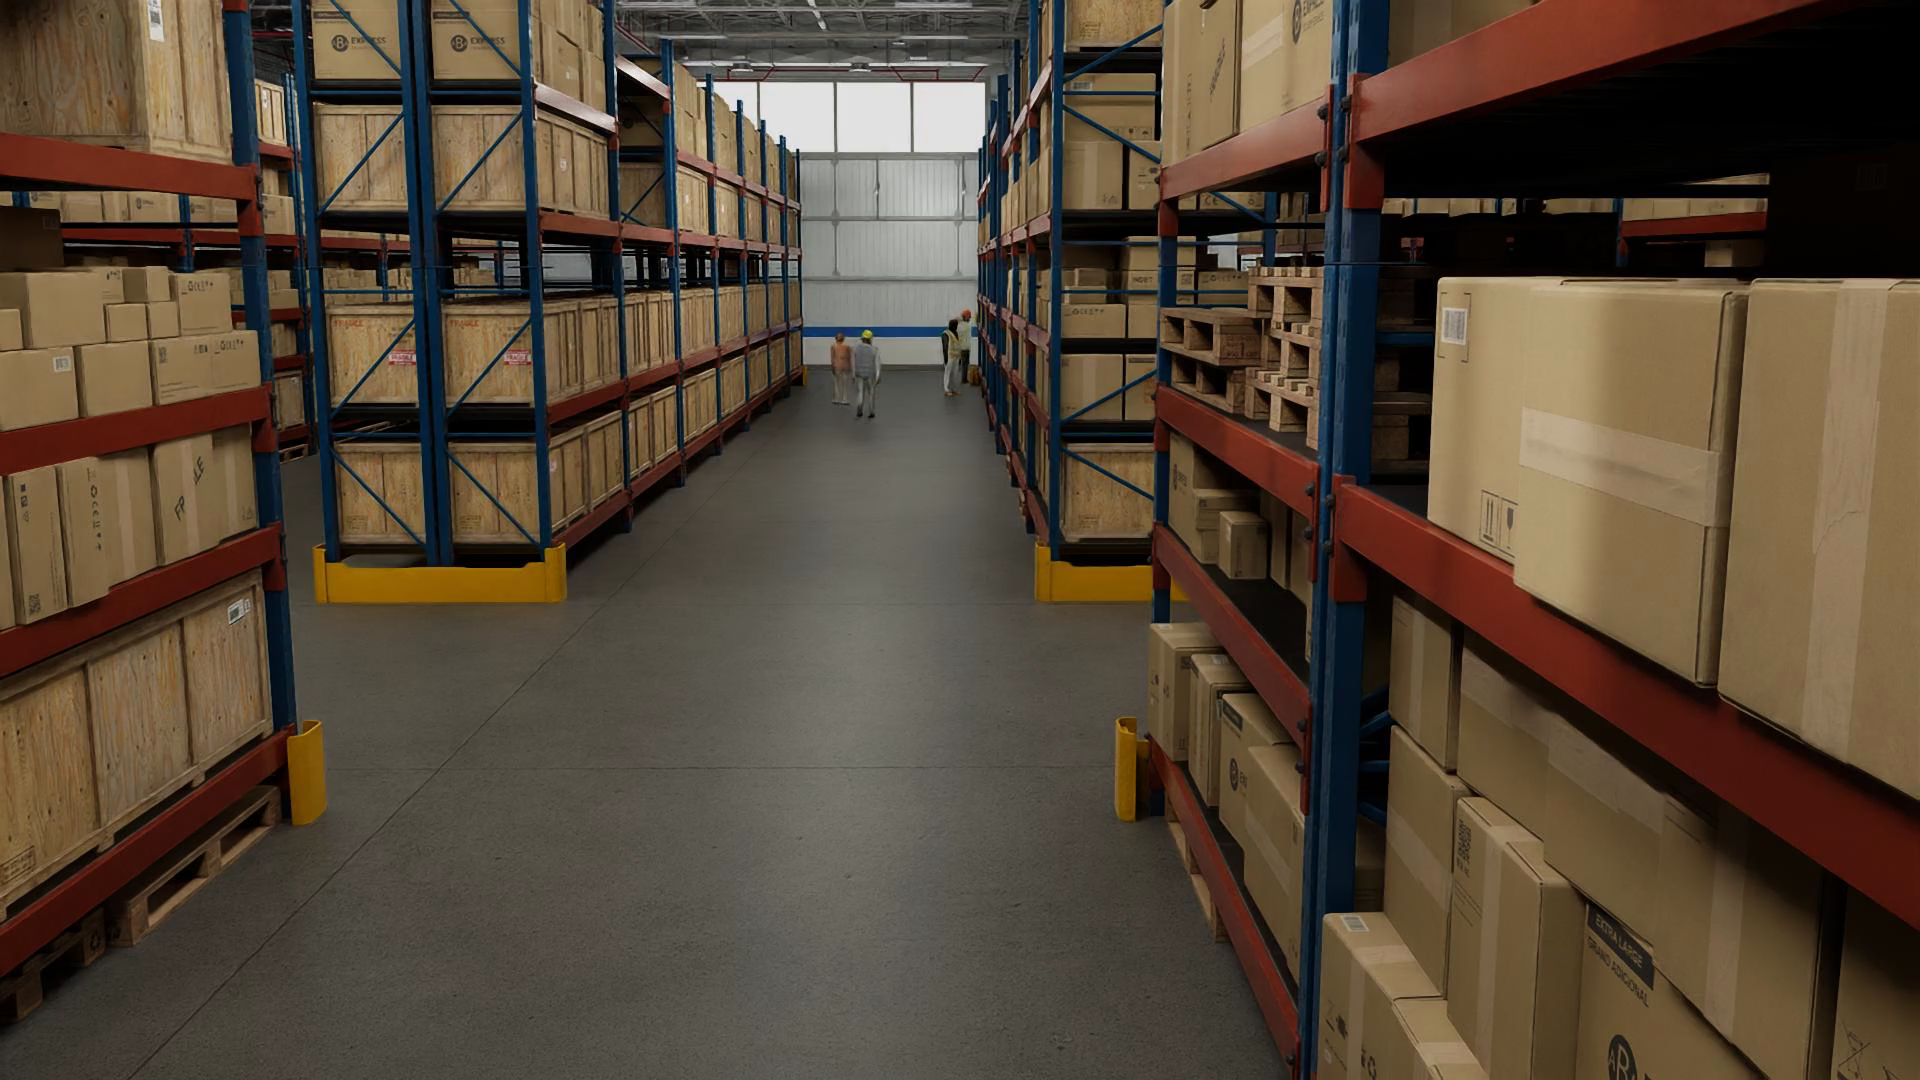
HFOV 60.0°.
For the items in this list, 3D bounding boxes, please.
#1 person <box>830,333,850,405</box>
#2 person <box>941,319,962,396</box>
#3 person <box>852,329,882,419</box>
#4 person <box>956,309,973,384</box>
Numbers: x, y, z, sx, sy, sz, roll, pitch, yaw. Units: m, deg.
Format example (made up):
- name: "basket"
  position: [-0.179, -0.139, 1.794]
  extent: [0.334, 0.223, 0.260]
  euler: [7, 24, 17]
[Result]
- name: "person"
  position: [-2.674, -3.829, 37.220]
  extent: [0.533, 1.605, 0.719]
  euler: [-5, 10, -27]
- name: "person"
  position: [-0.174, -4.353, 39.736]
  extent: [0.430, 1.841, 0.624]
  euler: [7, 12, 37]
- name: "person"
  position: [-1.885, -3.349, 33.639]
  extent: [0.617, 1.816, 0.439]
  euler: [1, 9, 8]
- name: "person"
  position: [0.034, -5.073, 43.727]
  extent: [0.635, 1.975, 0.619]
  euler: [8, 12, 40]
